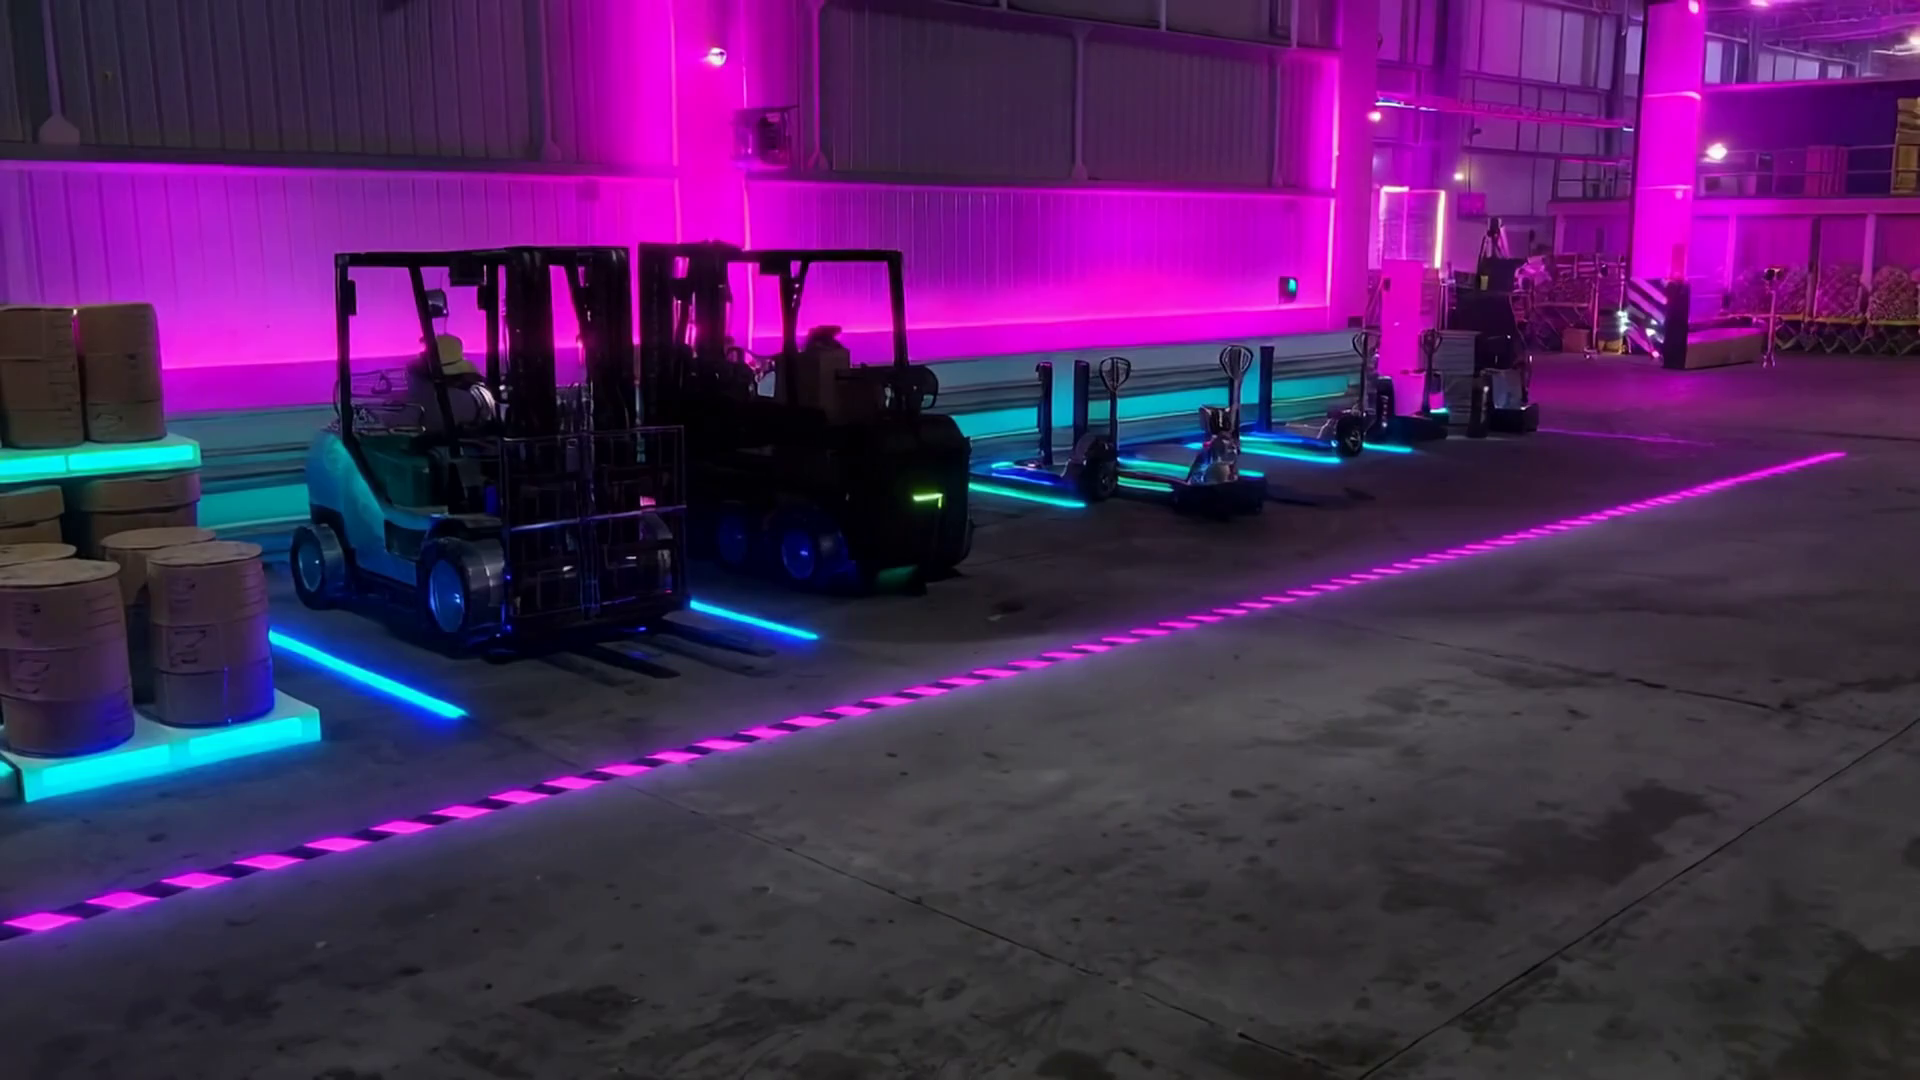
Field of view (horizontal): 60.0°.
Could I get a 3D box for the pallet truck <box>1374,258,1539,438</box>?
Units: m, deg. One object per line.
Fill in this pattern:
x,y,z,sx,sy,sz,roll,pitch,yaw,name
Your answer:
5.704,-2.208,18.901,1.885,1.965,0.823,10,14,43,pallet truck

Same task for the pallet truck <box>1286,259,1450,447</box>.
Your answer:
4.493,-2.078,18.196,0.823,1.965,1.885,-9,14,-40,pallet truck

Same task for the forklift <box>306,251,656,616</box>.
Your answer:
-2.833,-0.669,9.694,1.157,1.987,2.680,-10,14,-44,forklift

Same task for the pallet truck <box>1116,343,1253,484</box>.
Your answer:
1.962,-1.215,15.415,1.522,1.261,0.704,10,14,43,pallet truck

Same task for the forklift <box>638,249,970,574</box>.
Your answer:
-1.173,-0.958,11.239,2.680,1.987,1.157,10,14,43,forklift

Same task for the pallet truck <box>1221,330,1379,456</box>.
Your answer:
3.563,-1.581,17.381,0.653,1.274,1.630,-10,14,-44,pallet truck

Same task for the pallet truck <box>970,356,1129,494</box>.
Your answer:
0.784,-1.085,14.876,0.680,1.201,1.601,-10,14,-44,pallet truck
